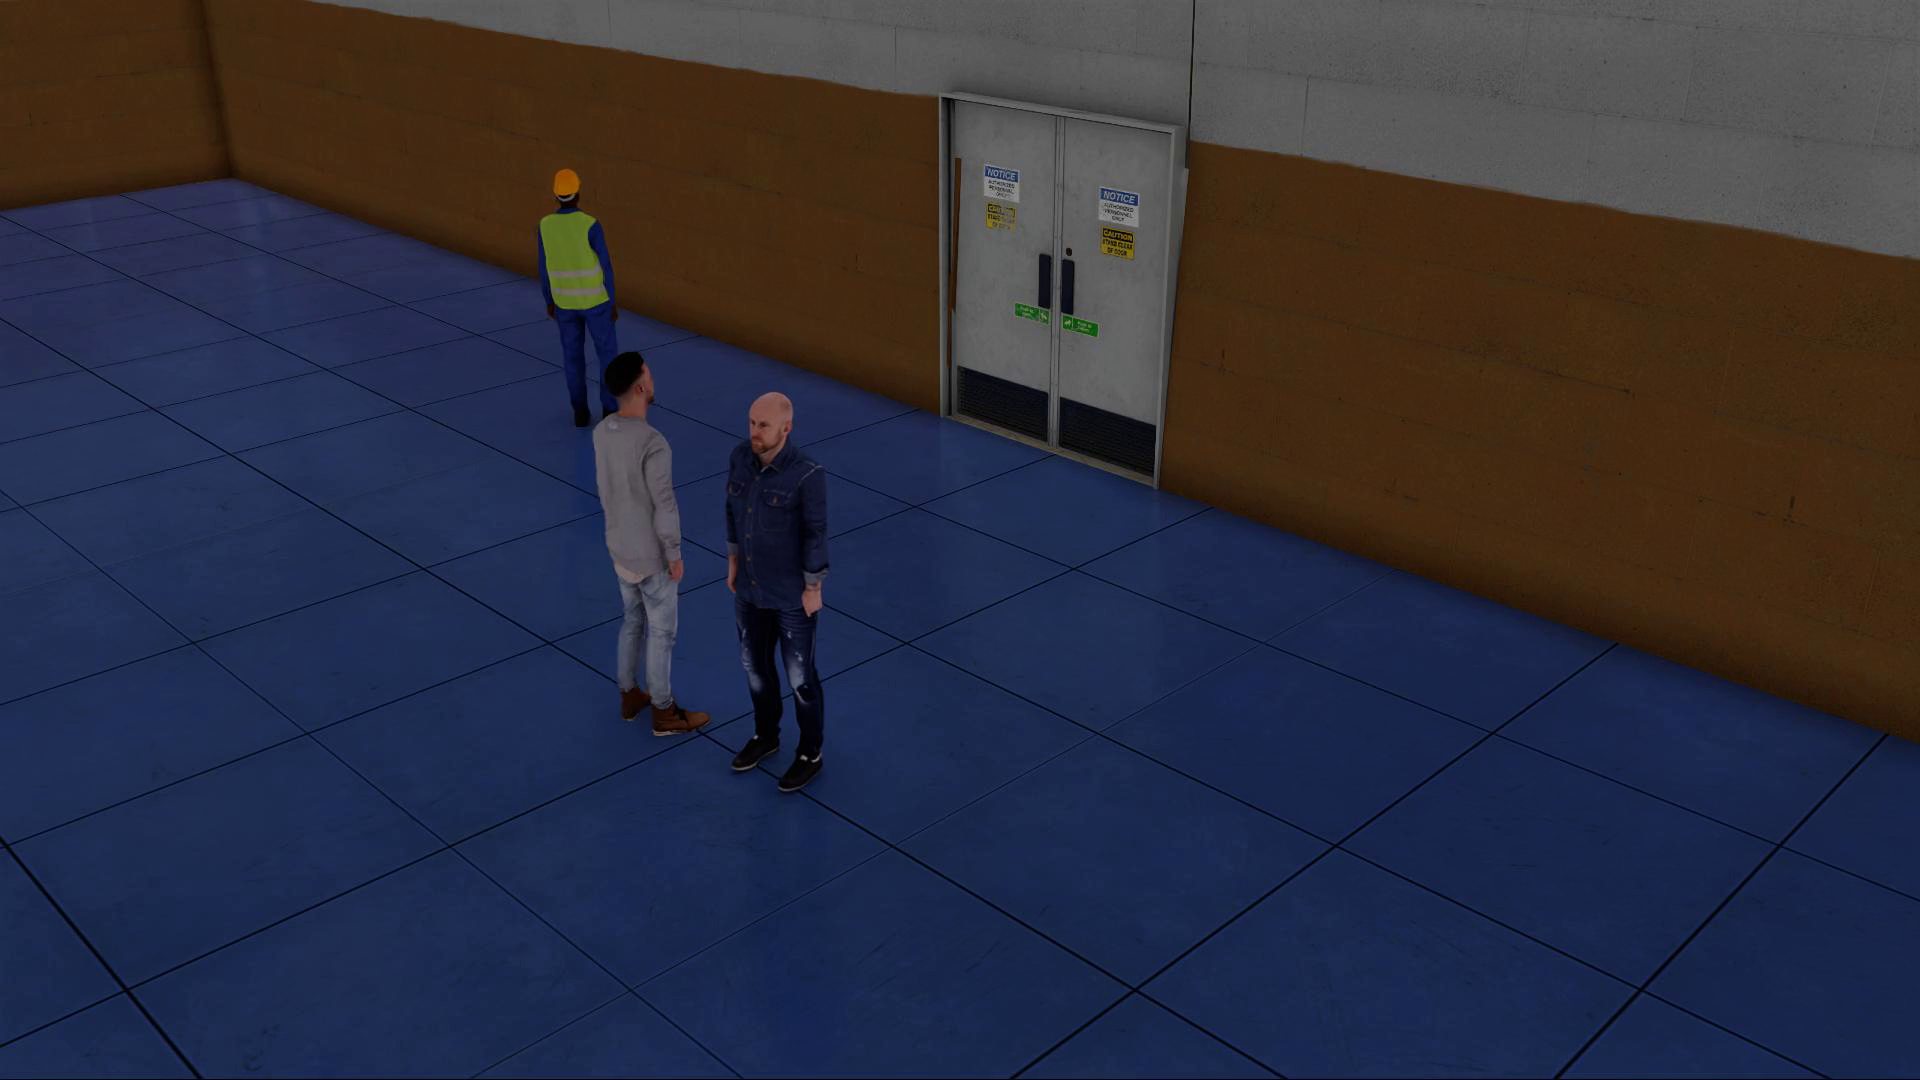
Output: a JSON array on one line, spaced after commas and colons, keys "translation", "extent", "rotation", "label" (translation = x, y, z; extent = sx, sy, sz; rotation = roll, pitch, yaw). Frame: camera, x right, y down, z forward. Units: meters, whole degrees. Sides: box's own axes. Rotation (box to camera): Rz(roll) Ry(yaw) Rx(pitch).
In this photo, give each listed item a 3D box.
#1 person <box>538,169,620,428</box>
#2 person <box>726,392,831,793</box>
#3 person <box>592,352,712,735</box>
[{"translation": [-2.650, -1.657, 11.554], "extent": [0.792, 1.812, 0.835], "rotation": [2, 24, 5], "label": "person"}, {"translation": [-0.801, 0.214, 7.263], "extent": [0.753, 1.824, 0.650], "rotation": [16, 28, 32], "label": "person"}, {"translation": [-1.451, 0.029, 7.672], "extent": [0.522, 1.835, 0.682], "rotation": [-19, 30, -36], "label": "person"}]
